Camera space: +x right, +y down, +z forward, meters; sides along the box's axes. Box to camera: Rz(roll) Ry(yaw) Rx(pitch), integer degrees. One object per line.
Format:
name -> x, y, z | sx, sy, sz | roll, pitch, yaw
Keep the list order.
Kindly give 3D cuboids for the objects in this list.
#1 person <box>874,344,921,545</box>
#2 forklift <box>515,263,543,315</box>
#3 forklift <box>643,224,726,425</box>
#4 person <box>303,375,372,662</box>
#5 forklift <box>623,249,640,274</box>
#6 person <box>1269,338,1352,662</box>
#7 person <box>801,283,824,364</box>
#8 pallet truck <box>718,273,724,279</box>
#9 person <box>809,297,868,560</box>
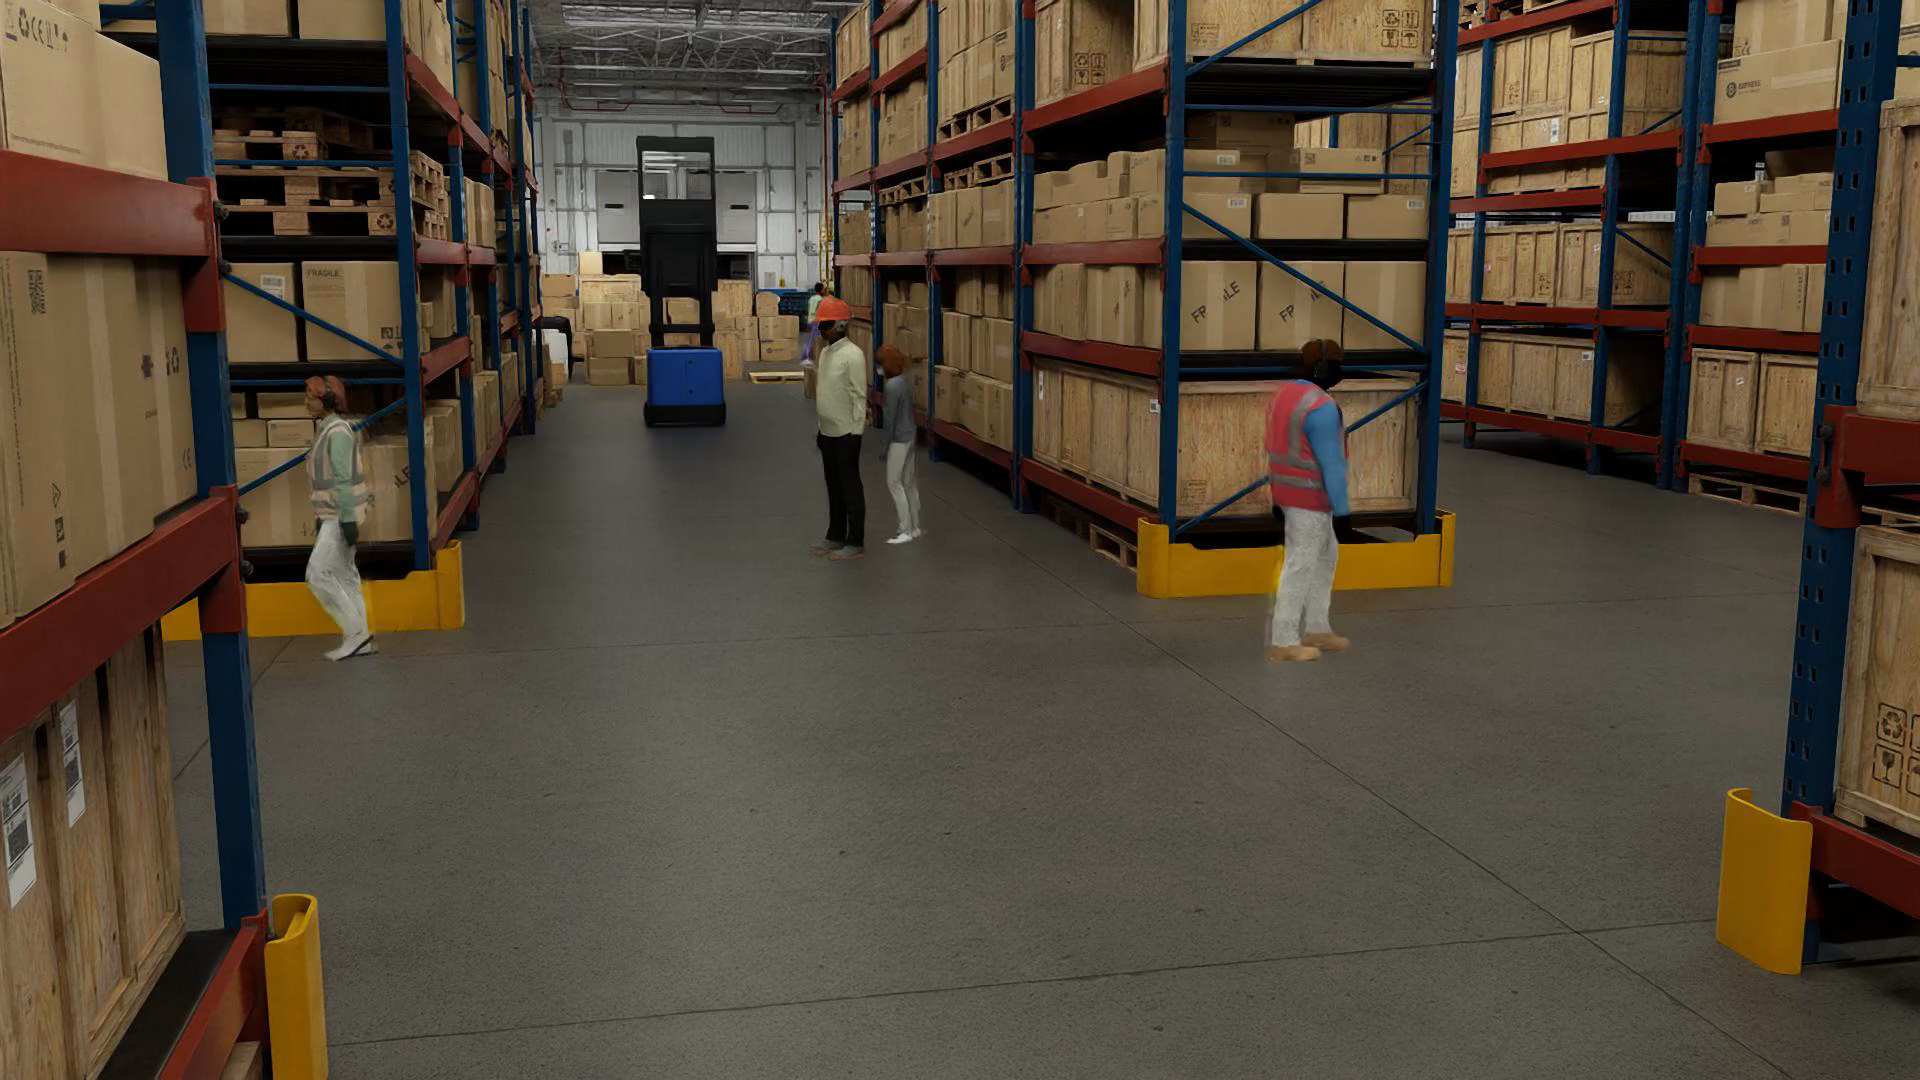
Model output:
person -> -0.500, -0.788, 13.488 | 0.325, 1.611, 0.647 | 2, 10, 14
forklift -> -14.713, -8.414, 56.111 | 1.873, 2.768, 1.129 | 7, 12, 38
forklift -> -3.968, -3.099, 23.710 | 1.129, 2.768, 1.873 | -2, 10, -12
person -> -3.506, -0.111, 9.315 | 0.394, 1.625, 0.547 | -5, 11, -27
forklift -> -11.048, -8.569, 57.054 | 1.129, 2.768, 1.873 | -8, 12, -39
person -> 2.049, -0.213, 9.330 | 0.681, 1.819, 0.664 | -1, 9, -8
person -> -3.243, -4.970, 38.260 | 1.055, 1.853, 0.594 | -5, 11, -28
pallet truck -> -8.580, -8.986, 62.280 | 1.885, 1.965, 0.823 | 1, 9, 5
person -> -0.937, -0.847, 12.688 | 0.401, 1.990, 0.622 | -6, 11, -32
